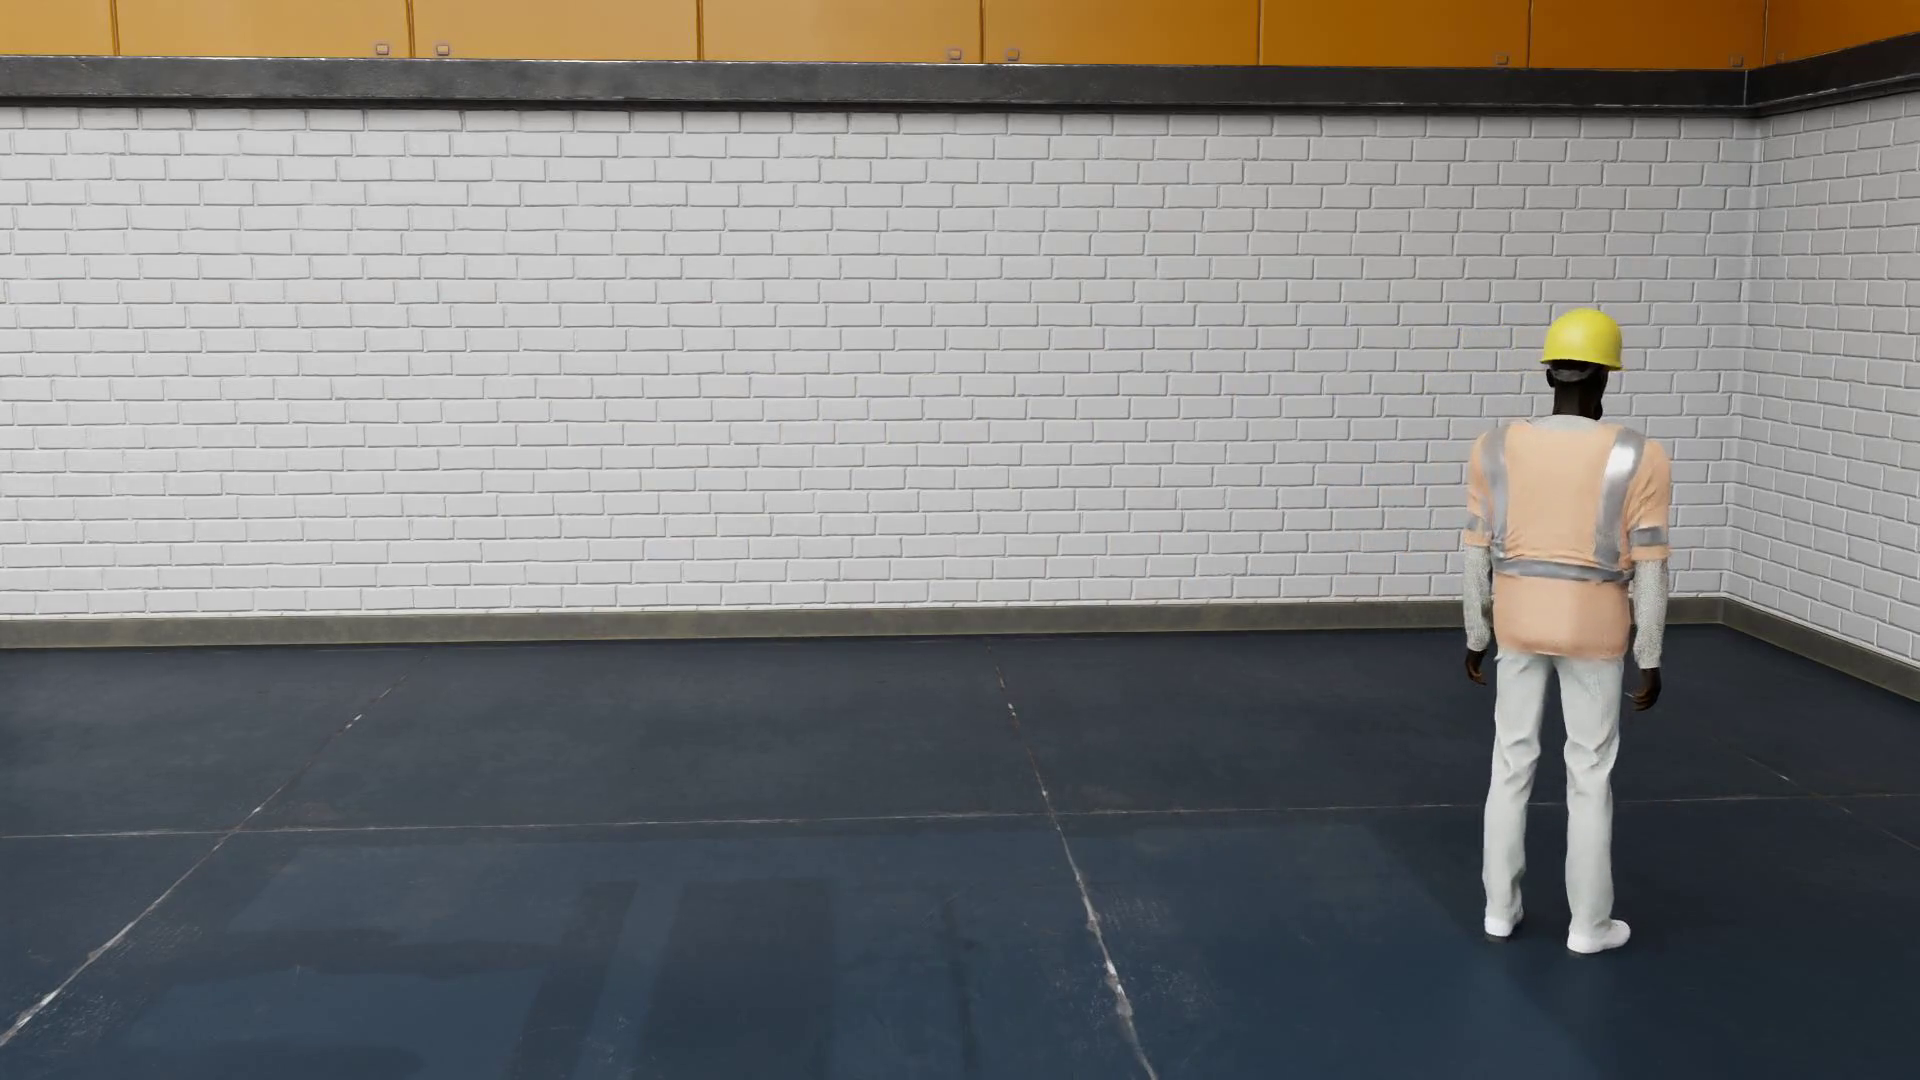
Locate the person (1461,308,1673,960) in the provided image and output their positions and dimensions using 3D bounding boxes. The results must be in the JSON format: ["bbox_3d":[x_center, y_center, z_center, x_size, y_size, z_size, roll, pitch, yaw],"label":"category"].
[{"bbox_3d":[1.804,0.278,4.977,0.593,1.922,0.386,6,11,34],"label":"person"}]
